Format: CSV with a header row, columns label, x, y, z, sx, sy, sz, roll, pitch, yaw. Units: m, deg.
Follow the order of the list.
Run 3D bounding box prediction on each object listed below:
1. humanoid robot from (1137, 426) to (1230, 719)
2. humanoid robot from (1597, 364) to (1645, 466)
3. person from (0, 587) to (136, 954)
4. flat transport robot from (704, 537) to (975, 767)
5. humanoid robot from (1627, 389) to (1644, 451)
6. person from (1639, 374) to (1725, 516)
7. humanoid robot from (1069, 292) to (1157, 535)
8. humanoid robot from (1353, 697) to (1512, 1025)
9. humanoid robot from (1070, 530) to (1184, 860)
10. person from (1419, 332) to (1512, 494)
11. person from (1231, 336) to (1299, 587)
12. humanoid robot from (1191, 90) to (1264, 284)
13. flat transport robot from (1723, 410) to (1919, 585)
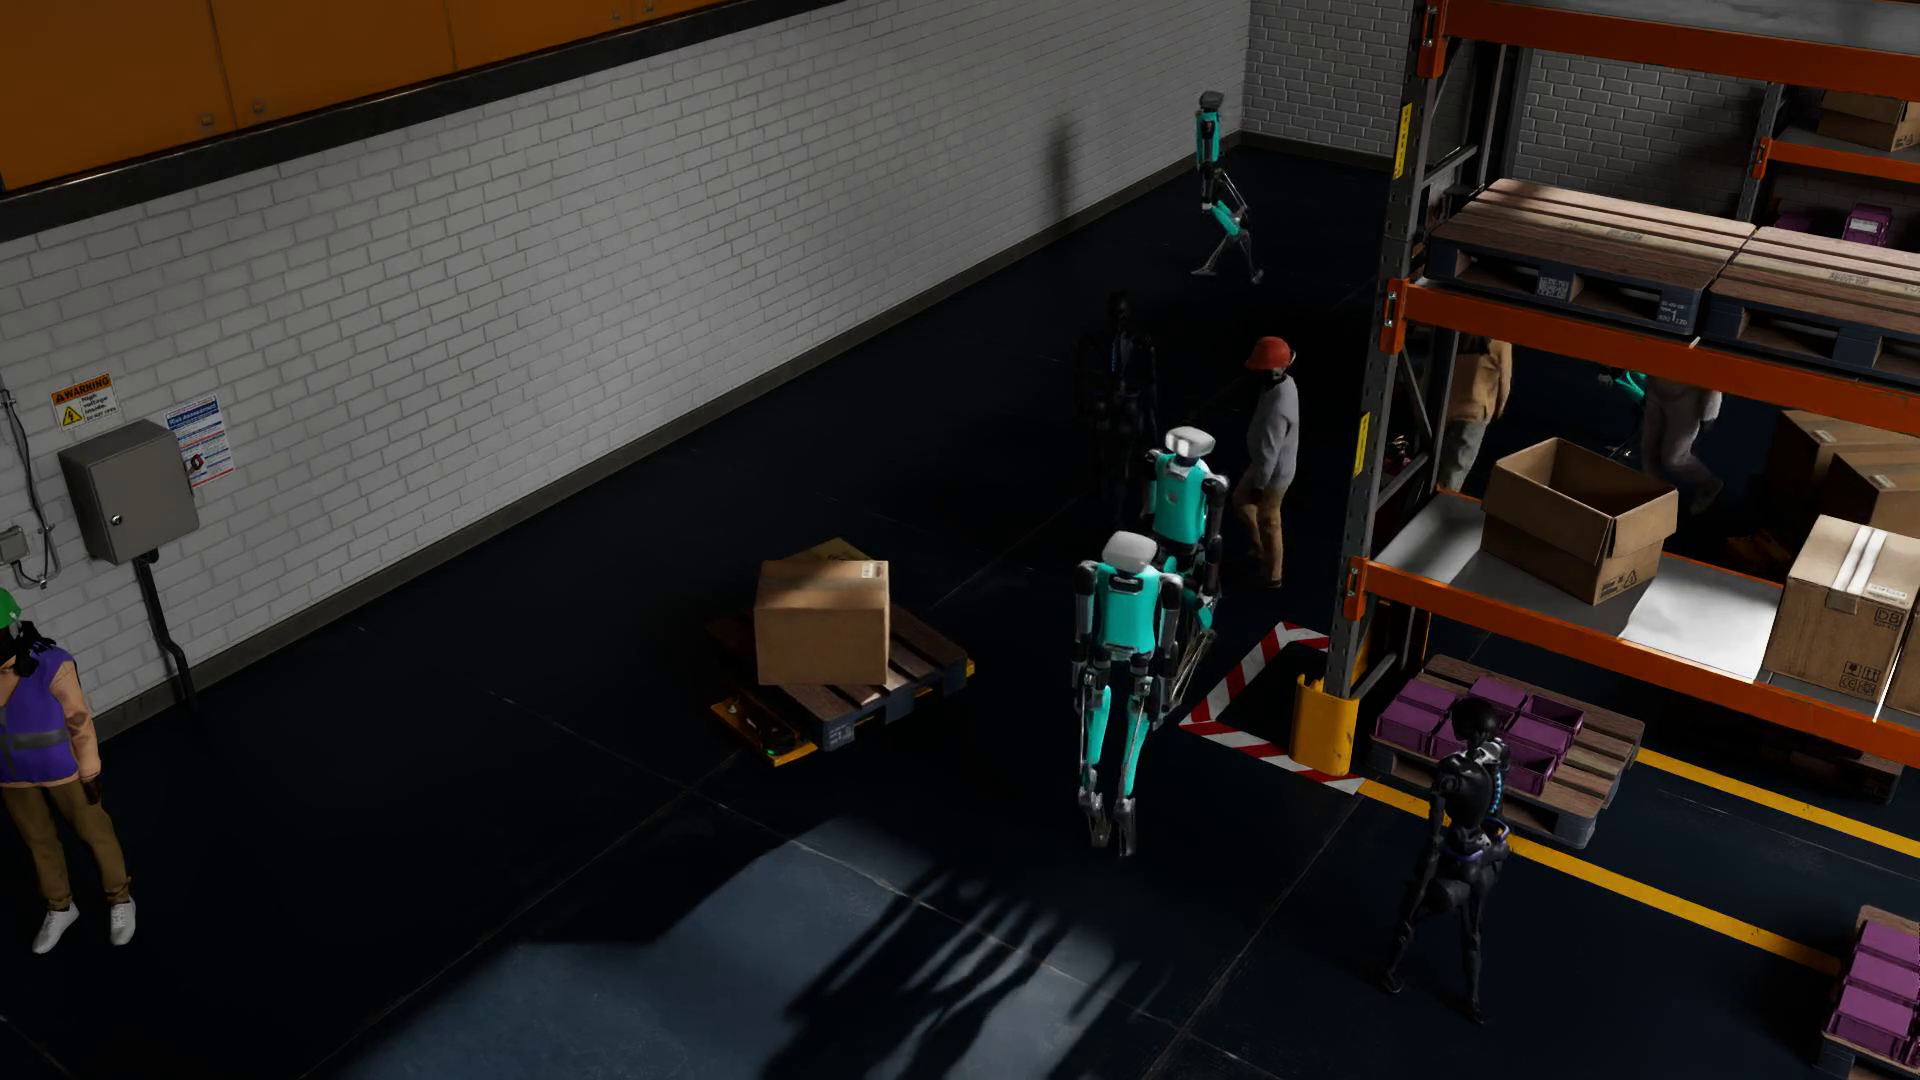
label,x,y,z,sx,sy,sz,roll,pitch,yaw
humanoid robot,1.355,0.104,9.412,0.550,1.781,0.877,23,37,34
humanoid robot,4.801,-1.257,11.618,0.533,1.676,0.735,-25,38,-36
person,-4.187,1.033,7.585,0.530,1.931,0.409,-3,30,-6
flat transport robot,-0.667,0.825,9.608,1.431,0.231,0.659,-23,37,-34
humanoid robot,5.144,-1.391,12.033,0.313,1.651,0.600,-19,35,-30
person,4.846,-0.956,11.105,0.615,1.868,0.686,-9,31,-15
humanoid robot,1.038,-0.880,11.204,0.609,1.625,0.775,5,30,9
humanoid robot,2.139,1.371,7.265,0.616,1.634,0.658,-23,37,-34
humanoid robot,0.743,0.875,8.096,0.533,1.848,0.633,9,31,15
person,3.315,-0.894,11.029,0.530,1.829,0.934,22,36,33
person,1.890,-0.472,10.389,0.473,1.729,0.582,5,30,8
humanoid robot,2.505,-3.138,15.083,0.864,1.842,0.548,3,30,5
flat transport robot,5.835,0.111,10.848,1.431,0.231,0.659,-2,30,-4
